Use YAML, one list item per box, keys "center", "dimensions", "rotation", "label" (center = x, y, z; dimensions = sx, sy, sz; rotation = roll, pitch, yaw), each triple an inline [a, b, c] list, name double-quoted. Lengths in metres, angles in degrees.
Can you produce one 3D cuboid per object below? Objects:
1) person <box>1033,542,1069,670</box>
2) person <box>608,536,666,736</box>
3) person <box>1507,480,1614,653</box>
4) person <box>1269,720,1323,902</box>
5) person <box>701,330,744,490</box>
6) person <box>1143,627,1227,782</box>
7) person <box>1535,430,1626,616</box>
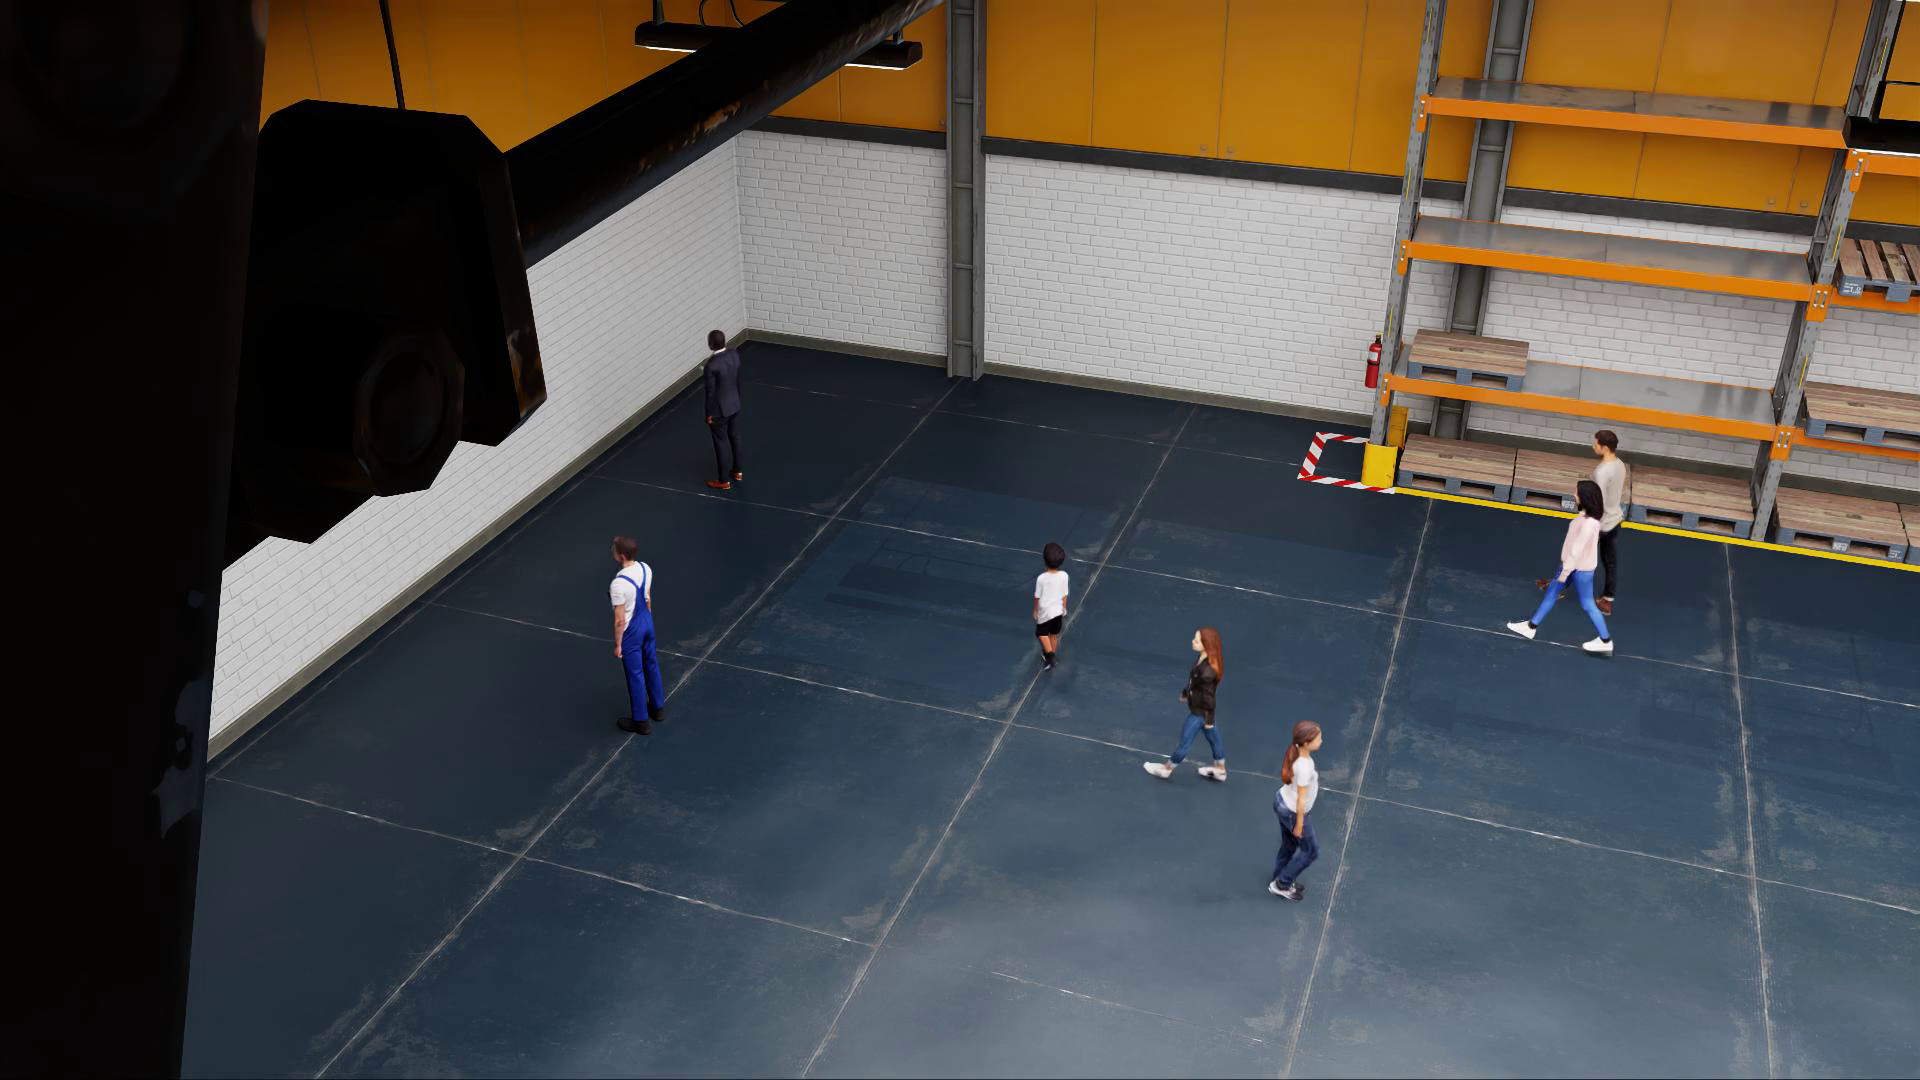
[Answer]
- center: [0.834, 0.628, 14.967]
  dimensions: [0.676, 1.253, 0.731]
  rotation: [-11, 31, -20]
  label: "person"
- center: [-2.745, 0.782, 14.066]
  dimensions: [0.622, 1.847, 0.664]
  rotation: [16, 32, 26]
  label: "person"
- center: [5.716, 0.301, 15.093]
  dimensions: [1.160, 1.708, 0.642]
  rotation: [11, 30, 19]
  label: "person"
- center: [2.389, 1.973, 12.187]
  dimensions: [0.668, 1.555, 0.621]
  rotation: [-1, 29, -3]
  label: "person"
- center: [-2.581, -1.443, 18.167]
  dimensions: [0.690, 1.826, 0.744]
  rotation: [18, 33, 29]
  label: "person"
- center: [2.035, 1.348, 13.443]
  dimensions: [0.933, 1.450, 0.649]
  rotation: [6, 29, 11]
  label: "person"
- center: [6.175, -0.117, 15.749]
  dimensions: [1.109, 1.815, 0.918]
  rotation: [23, 36, 35]
  label: "person"
